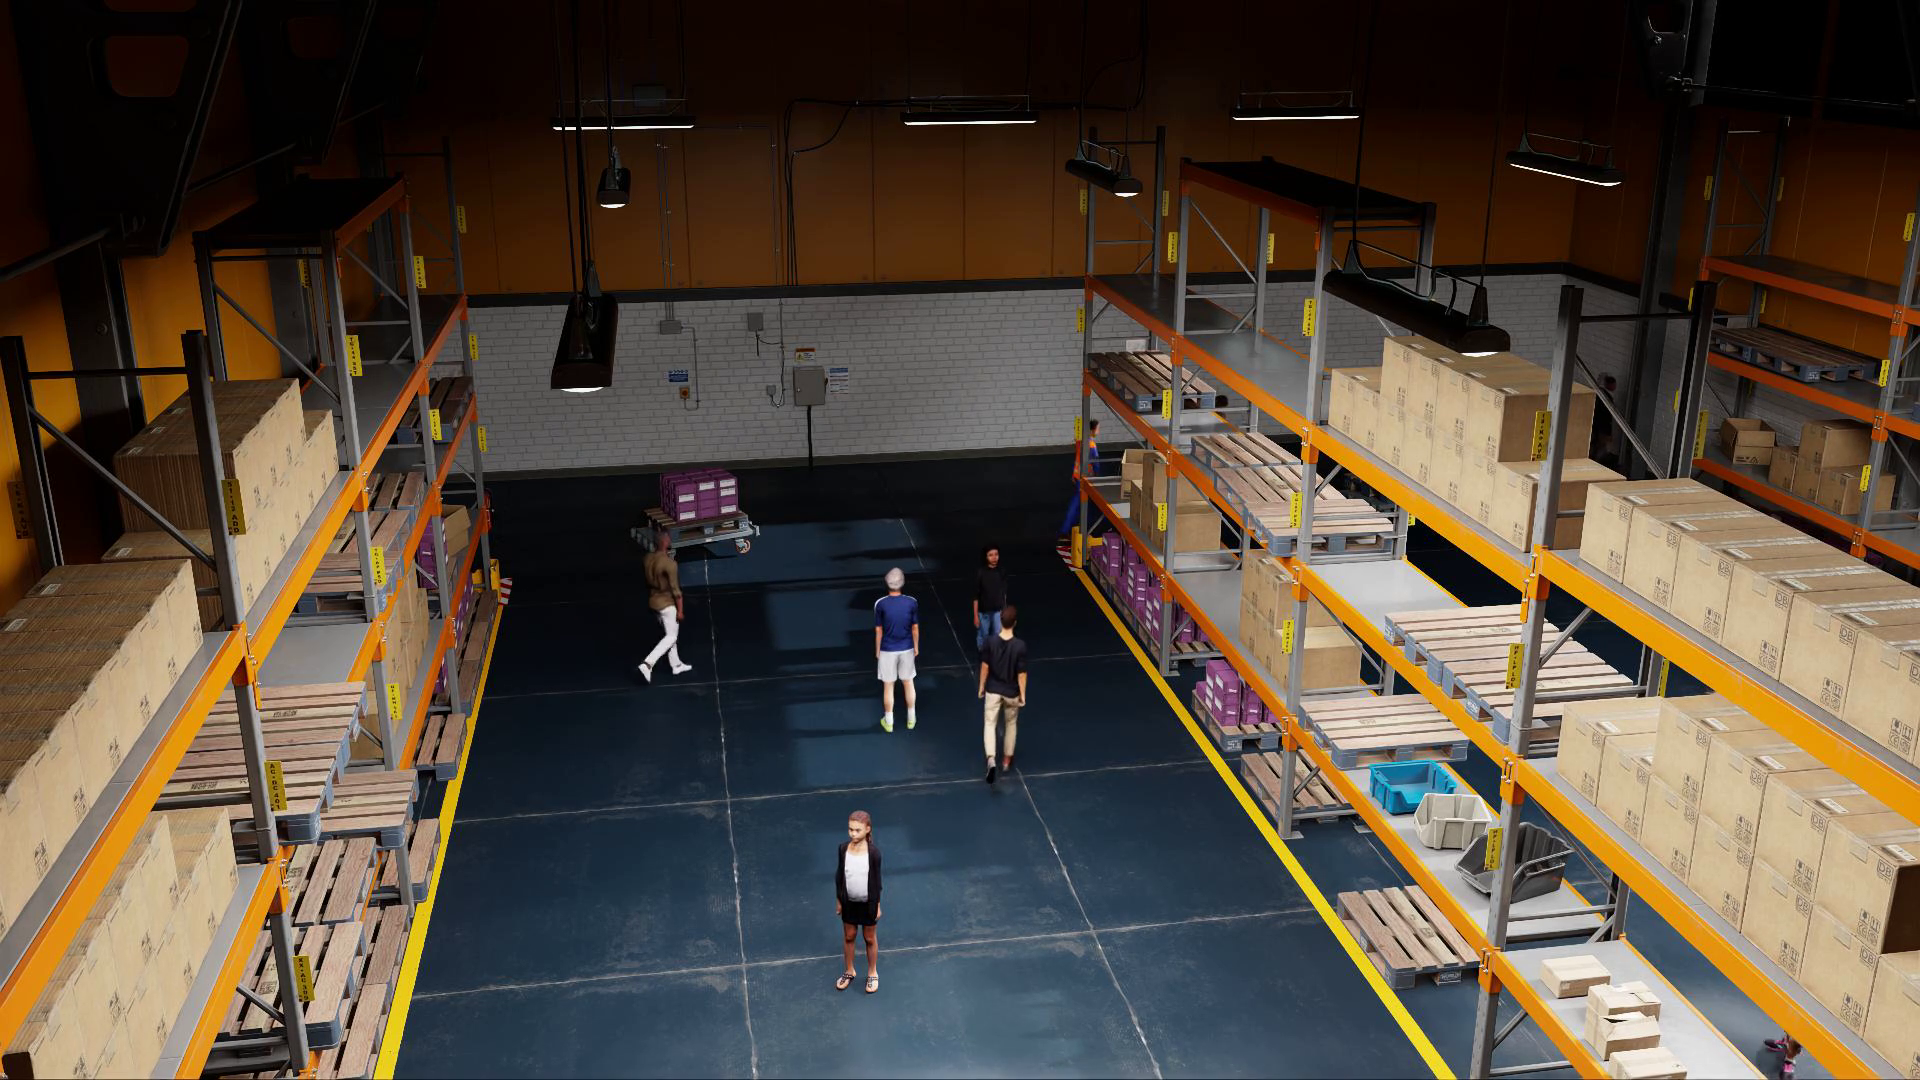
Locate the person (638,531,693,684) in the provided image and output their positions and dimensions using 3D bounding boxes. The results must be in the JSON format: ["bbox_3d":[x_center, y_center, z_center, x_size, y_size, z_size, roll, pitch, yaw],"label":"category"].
[{"bbox_3d":[-3.481,0.794,19.261,1.120,1.798,1.131,17,25,40],"label":"person"}]

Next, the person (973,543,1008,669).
[{"bbox_3d":[0.330,0.836,19.356,0.607,1.657,1.161,-4,19,-12],"label":"person"}]

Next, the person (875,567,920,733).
[{"bbox_3d":[-0.689,1.181,18.050,0.638,1.836,0.537,-4,19,-12],"label":"person"}]

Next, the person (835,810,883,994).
[{"bbox_3d":[-0.809,2.891,13.414,0.613,1.556,0.643,4,19,11],"label":"person"}]

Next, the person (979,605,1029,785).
[{"bbox_3d":[0.420,1.588,16.846,0.835,1.835,1.115,1,19,3],"label":"person"}]

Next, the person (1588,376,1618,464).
[{"bbox_3d":[10.395,-1.834,27.097,0.892,1.777,0.572,-4,19,-11],"label":"person"}]

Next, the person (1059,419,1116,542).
[{"bbox_3d":[1.719,-0.820,24.033,0.818,1.810,1.167,-6,19,-16],"label":"person"}]
